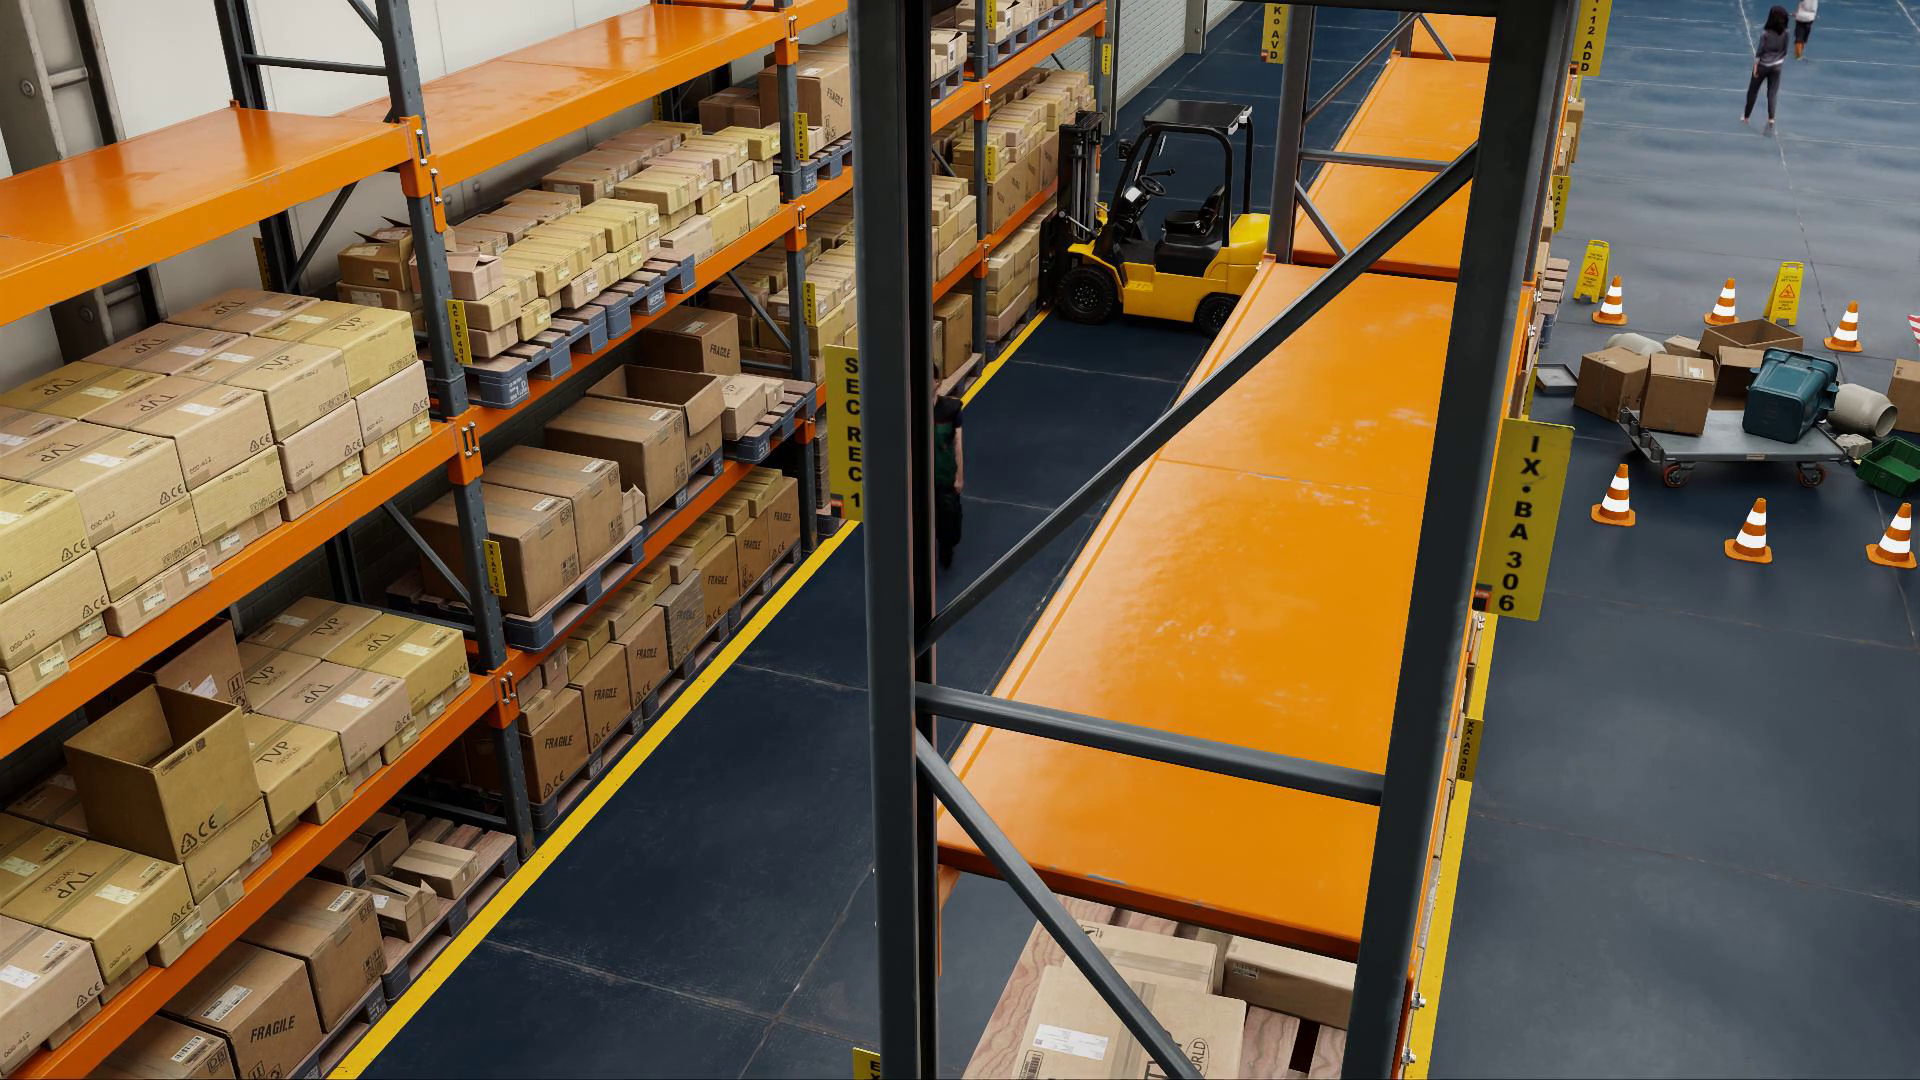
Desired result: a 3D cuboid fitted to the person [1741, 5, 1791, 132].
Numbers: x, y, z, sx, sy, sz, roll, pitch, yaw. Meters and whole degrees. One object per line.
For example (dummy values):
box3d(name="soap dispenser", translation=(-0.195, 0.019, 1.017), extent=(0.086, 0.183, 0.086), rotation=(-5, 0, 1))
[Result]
box3d(name="person", translation=(11.760, -6.809, 24.114), extent=(0.696, 1.728, 1.126), rotation=(5, 28, 10))

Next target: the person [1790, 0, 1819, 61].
box3d(name="person", translation=(14.577, -9.047, 28.631), extent=(0.674, 1.434, 0.892), rotation=(6, 29, 11))
